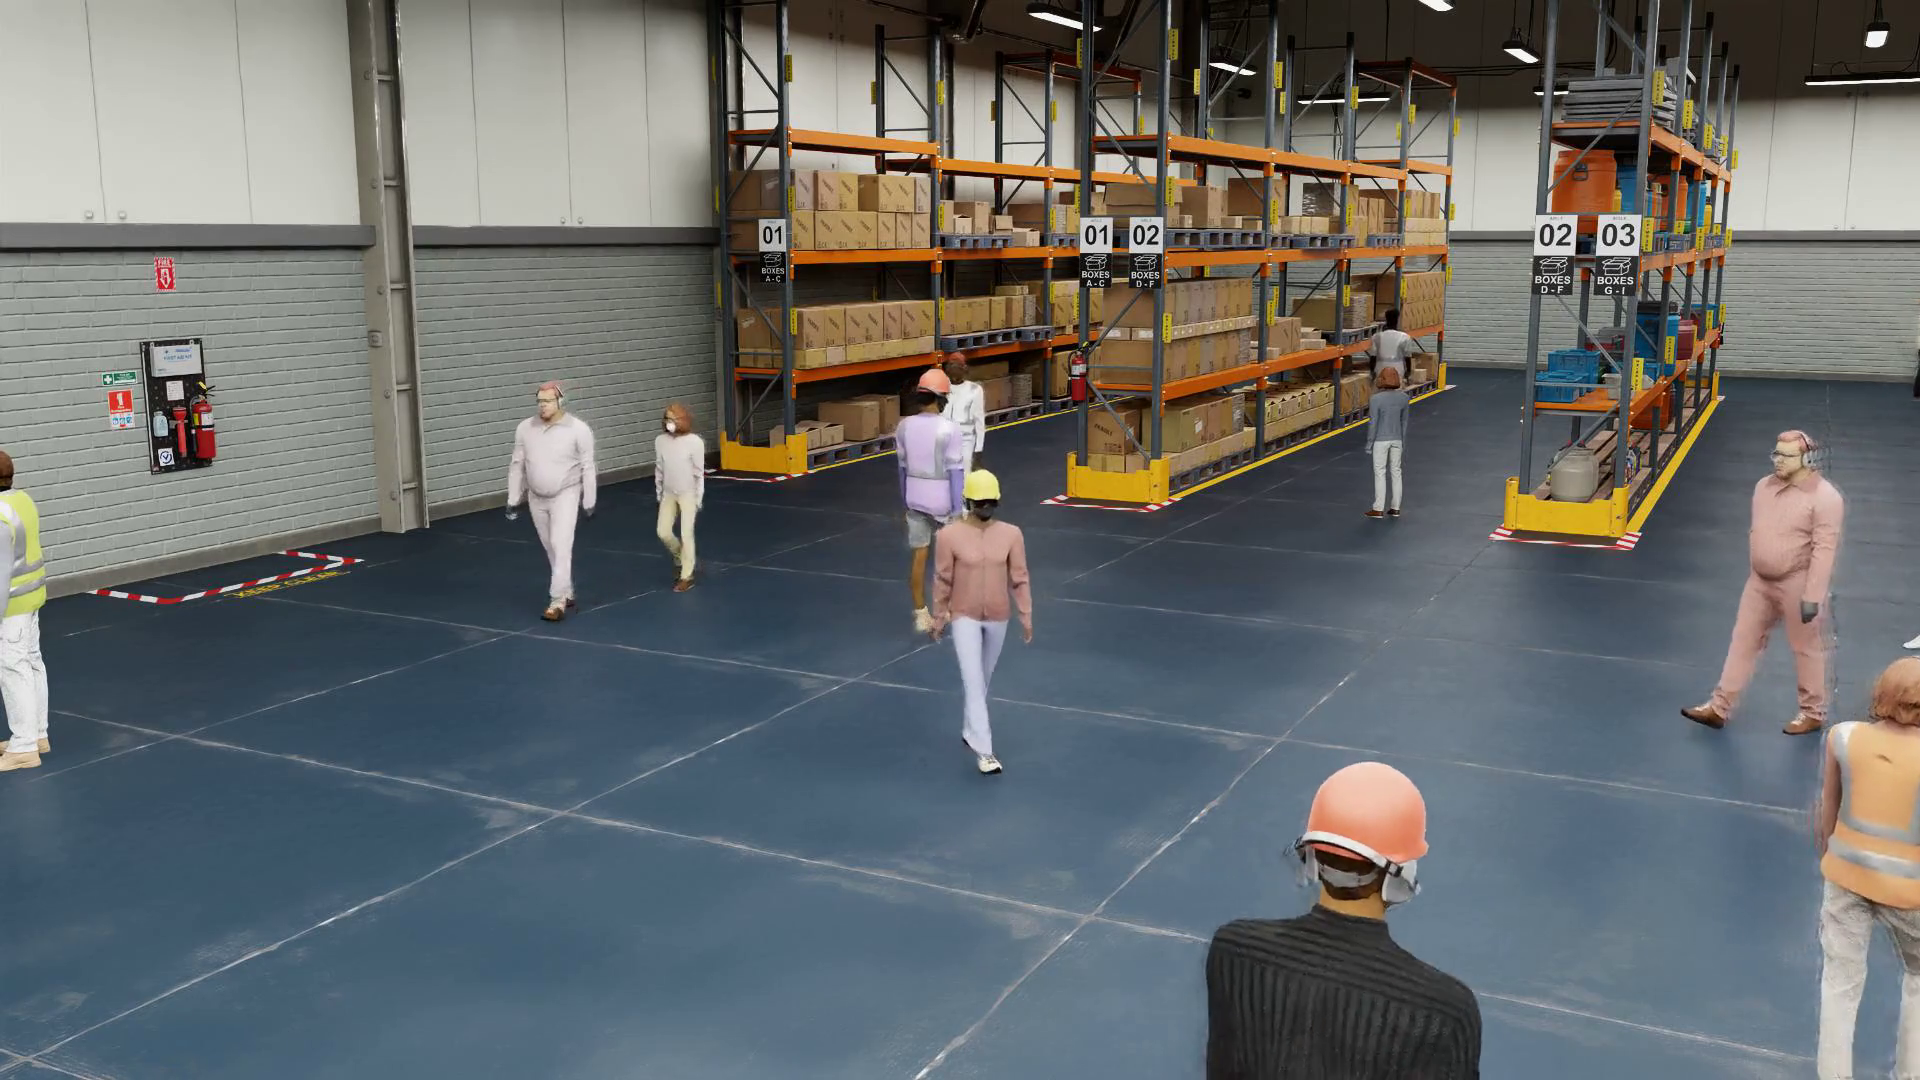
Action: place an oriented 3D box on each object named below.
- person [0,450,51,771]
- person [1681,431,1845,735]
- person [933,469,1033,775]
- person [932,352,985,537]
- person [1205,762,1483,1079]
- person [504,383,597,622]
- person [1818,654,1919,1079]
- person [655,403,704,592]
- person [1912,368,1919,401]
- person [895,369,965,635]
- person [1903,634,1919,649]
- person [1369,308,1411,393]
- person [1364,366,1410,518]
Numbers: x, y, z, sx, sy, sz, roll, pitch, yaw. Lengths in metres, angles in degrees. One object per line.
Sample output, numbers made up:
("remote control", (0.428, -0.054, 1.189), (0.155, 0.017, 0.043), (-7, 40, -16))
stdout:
("person", (-5.464, 0.390, 9.502), (0.429, 1.845, 0.621), (-3, 11, -14))
("person", (4.911, 0.277, 10.065), (0.887, 1.865, 0.674), (-4, 11, -20))
("person", (0.139, 0.448, 9.506), (0.545, 1.711, 0.898), (-3, 11, -18))
("person", (-0.068, -0.940, 16.691), (0.616, 1.860, 0.740), (3, 11, 15))
("person", (0.841, 1.416, 3.592), (0.647, 1.953, 0.898), (6, 12, 31))
("person", (-3.280, -0.293, 13.160), (0.650, 1.871, 0.911), (3, 11, 16))
("person", (3.219, 1.189, 5.749), (0.560, 1.618, 0.530), (-8, 13, -38))
("person", (-2.400, -0.367, 14.247), (0.500, 1.621, 0.360), (4, 11, 21))
("person", (17.764, -3.479, 30.238), (0.715, 1.968, 0.656), (10, 14, 42))
("person", (-0.164, -0.296, 12.738), (0.648, 2.023, 0.644), (7, 12, 32))
("person", (7.180, -0.024, 12.030), (0.296, 1.744, 0.487), (-5, 11, -25))
("person", (6.559, -2.567, 25.393), (0.612, 1.935, 0.950), (5, 12, 26))
("person", (4.599, -1.052, 17.934), (0.502, 1.633, 0.280), (-4, 11, -22))
